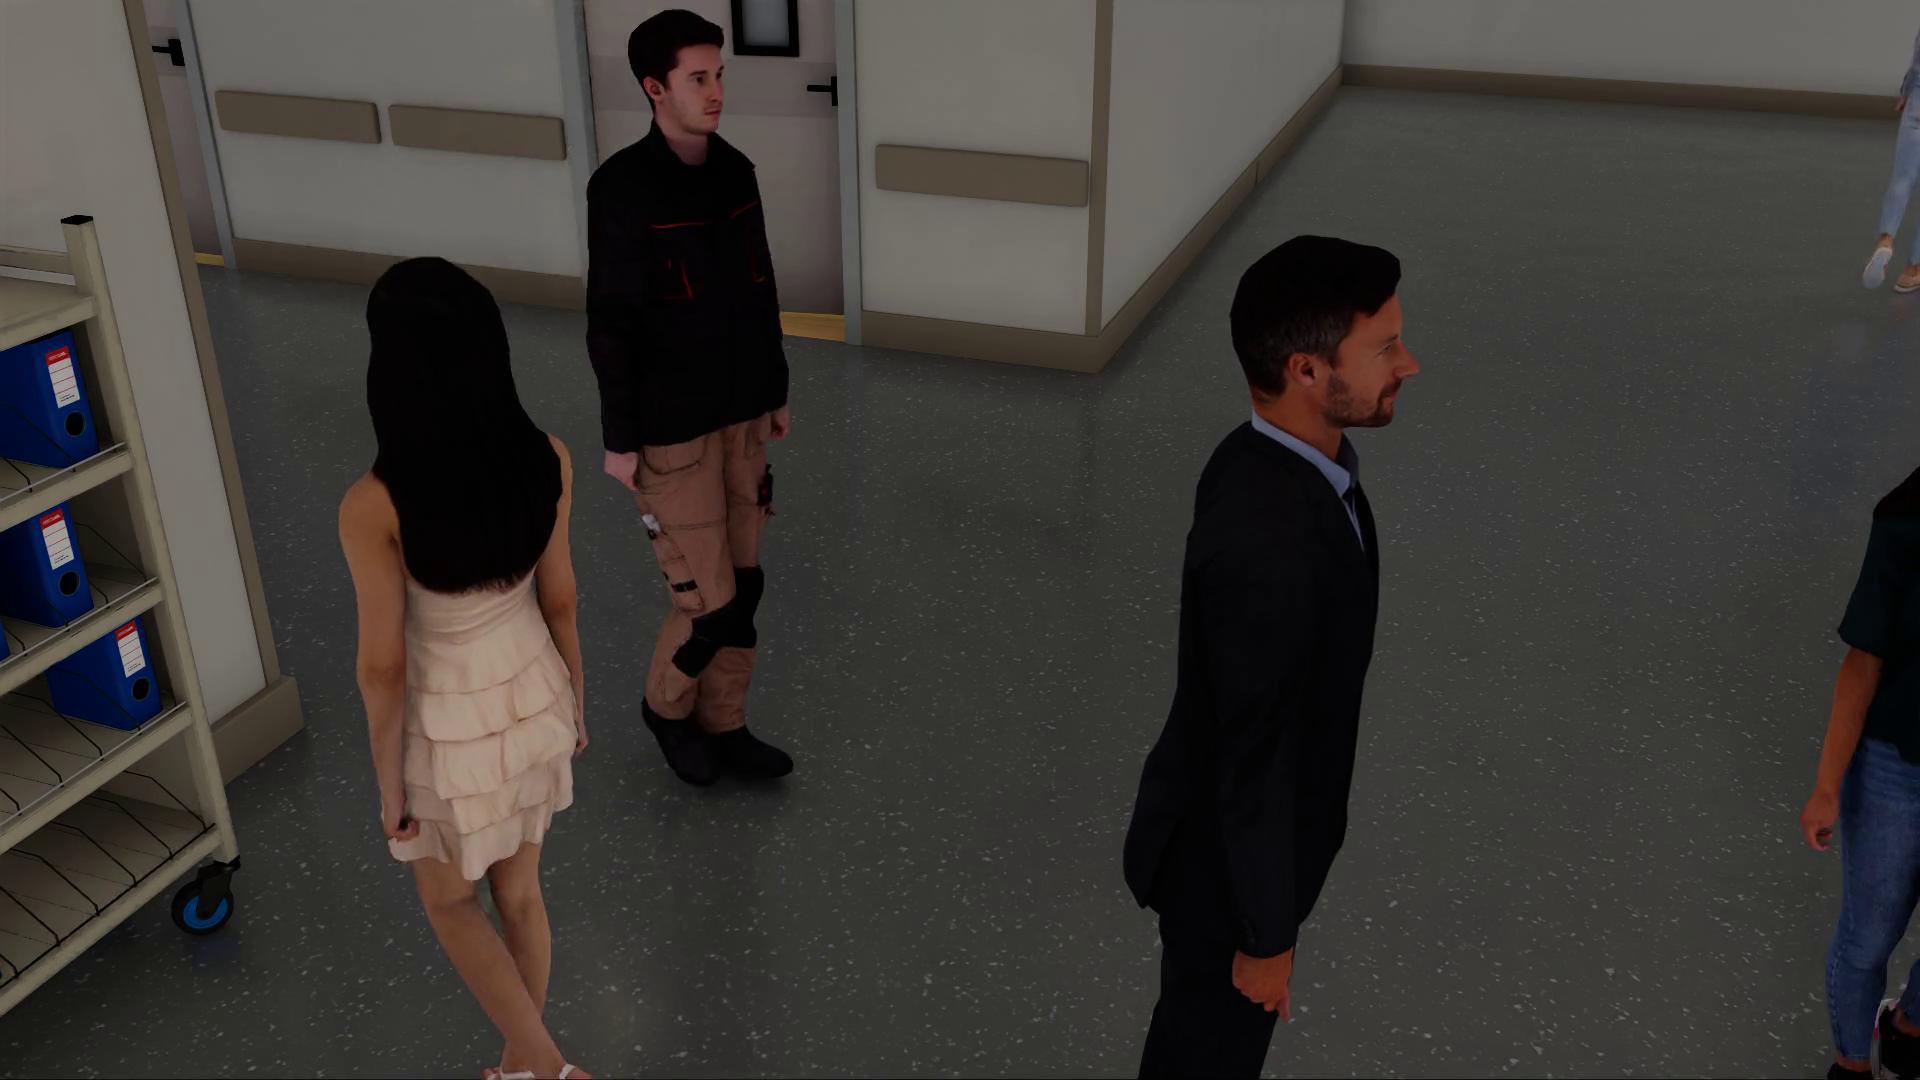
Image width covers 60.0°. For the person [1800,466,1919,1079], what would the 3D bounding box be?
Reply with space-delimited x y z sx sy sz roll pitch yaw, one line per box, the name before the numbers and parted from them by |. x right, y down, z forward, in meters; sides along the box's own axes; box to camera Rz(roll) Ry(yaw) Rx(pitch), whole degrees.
person | 1.755 0.387 2.978 0.620 1.605 0.642 12 28 24

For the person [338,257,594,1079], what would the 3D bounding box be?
person | -0.771 0.390 2.832 0.804 1.724 0.817 -20 32 -36

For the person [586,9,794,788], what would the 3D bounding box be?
person | -0.694 -0.287 4.013 0.839 1.919 0.678 17 30 31

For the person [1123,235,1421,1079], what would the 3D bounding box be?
person | 0.438 0.452 2.541 0.749 1.866 0.581 4 26 7

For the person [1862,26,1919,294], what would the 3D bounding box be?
person | 4.511 -1.970 7.660 0.832 1.783 1.046 22 33 38
